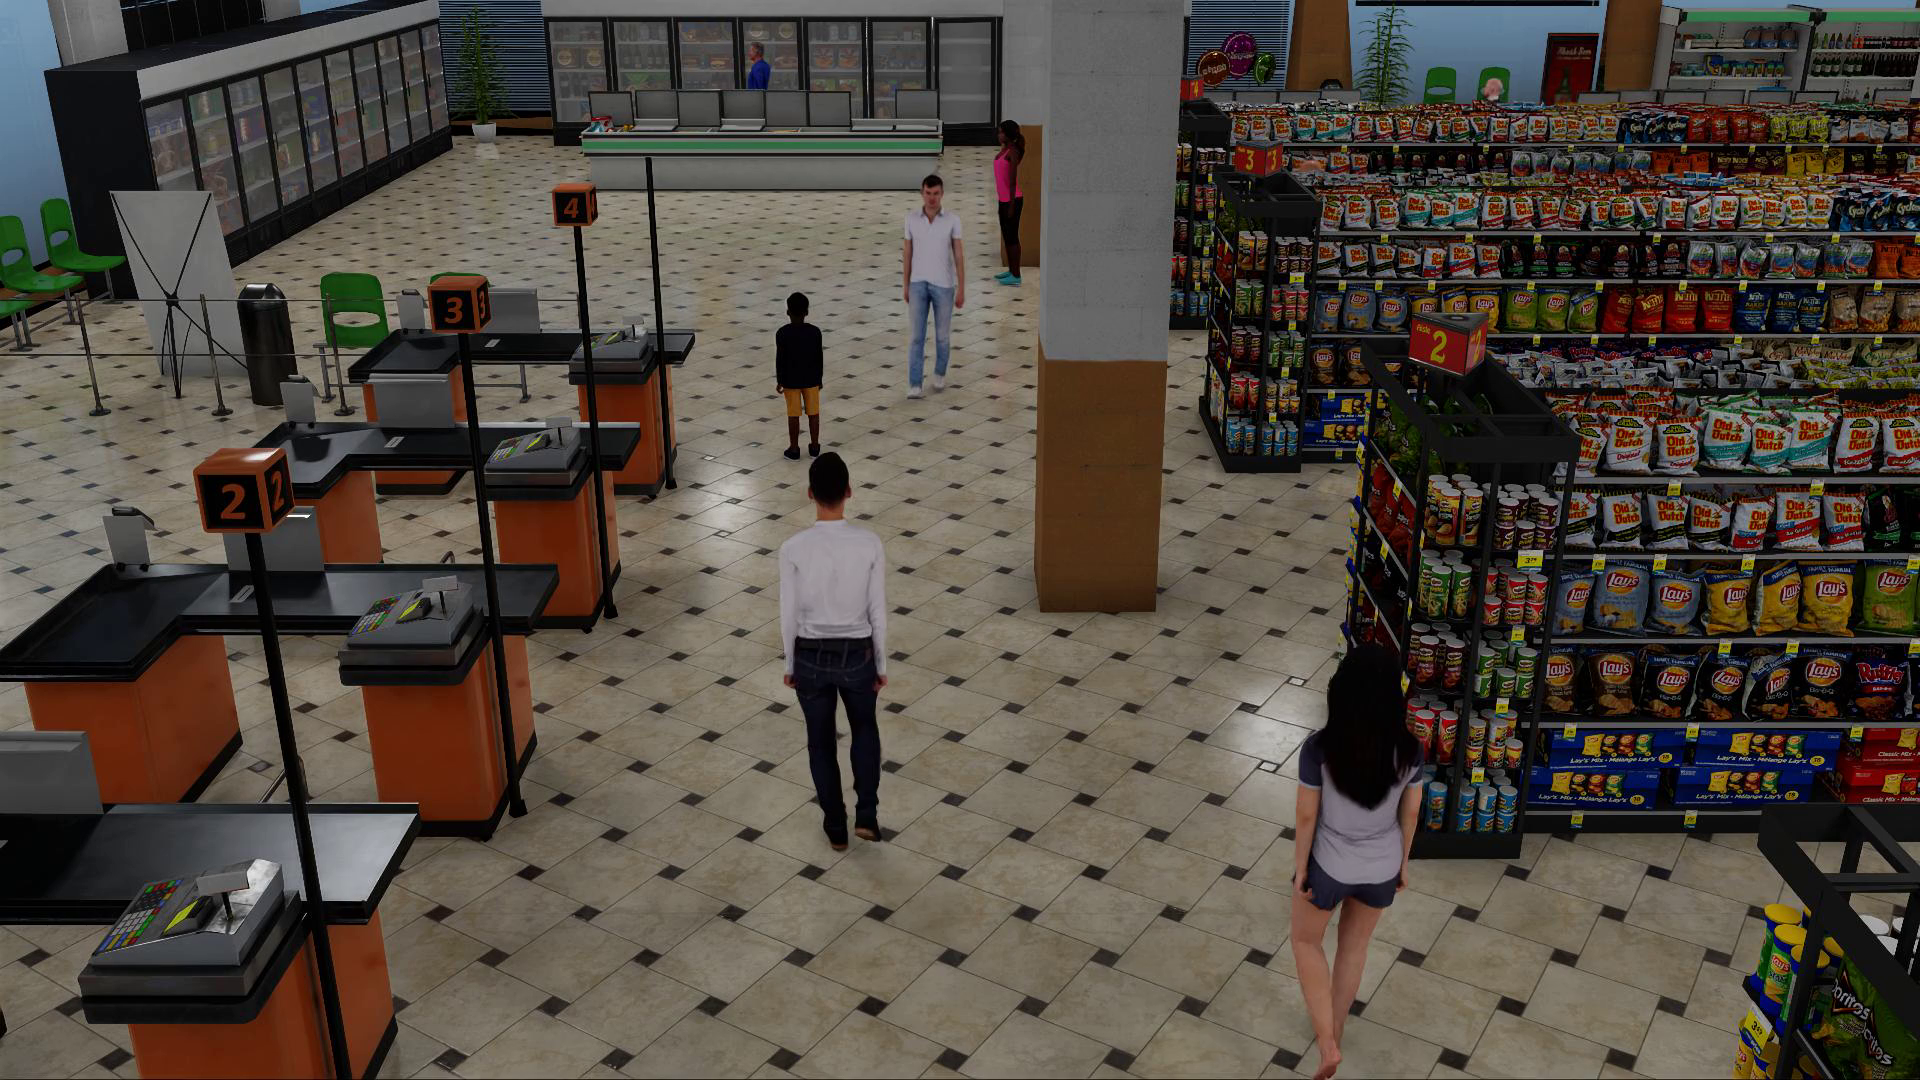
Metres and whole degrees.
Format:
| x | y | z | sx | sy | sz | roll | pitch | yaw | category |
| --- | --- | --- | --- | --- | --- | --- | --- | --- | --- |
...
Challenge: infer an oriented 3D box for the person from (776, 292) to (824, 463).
| x | y | z | sx | sy | sz | roll | pitch | yaw | category |
| --- | --- | --- | --- | --- | --- | --- | --- | --- | --- |
| -1.186 | -1.215 | 12.358 | 0.553 | 1.271 | 0.645 | -8 | 23 | -19 | person |

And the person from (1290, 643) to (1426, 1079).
| x | y | z | sx | sy | sz | roll | pitch | yaw | category |
| --- | --- | --- | --- | --- | --- | --- | --- | --- | --- |
| 1.383 | 1.175 | 5.847 | 0.763 | 1.692 | 0.646 | 0 | 22 | -1 | person |

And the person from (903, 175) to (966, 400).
| x | y | z | sx | sy | sz | roll | pitch | yaw | category |
| --- | --- | --- | --- | --- | --- | --- | --- | --- | --- |
| -0.214 | -2.114 | 13.858 | 0.992 | 1.822 | 0.810 | 3 | 22 | 6 | person |

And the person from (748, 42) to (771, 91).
| x | y | z | sx | sy | sz | roll | pitch | yaw | category |
| --- | --- | --- | --- | --- | --- | --- | --- | --- | --- |
| -2.931 | -6.392 | 24.495 | 0.562 | 1.829 | 0.729 | 2 | 22 | 4 | person |

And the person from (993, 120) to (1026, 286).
| x | y | z | sx | sy | sz | roll | pitch | yaw | category |
| --- | --- | --- | --- | --- | --- | --- | --- | --- | --- |
| 0.538 | -3.585 | 17.650 | 0.630 | 1.723 | 0.607 | -7 | 23 | -16 | person |

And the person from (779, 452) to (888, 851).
| x | y | z | sx | sy | sz | roll | pitch | yaw | category |
| --- | --- | --- | --- | --- | --- | --- | --- | --- | --- |
| -0.537 | 0.559 | 7.163 | 0.751 | 1.854 | 0.745 | -4 | 22 | -9 | person |
